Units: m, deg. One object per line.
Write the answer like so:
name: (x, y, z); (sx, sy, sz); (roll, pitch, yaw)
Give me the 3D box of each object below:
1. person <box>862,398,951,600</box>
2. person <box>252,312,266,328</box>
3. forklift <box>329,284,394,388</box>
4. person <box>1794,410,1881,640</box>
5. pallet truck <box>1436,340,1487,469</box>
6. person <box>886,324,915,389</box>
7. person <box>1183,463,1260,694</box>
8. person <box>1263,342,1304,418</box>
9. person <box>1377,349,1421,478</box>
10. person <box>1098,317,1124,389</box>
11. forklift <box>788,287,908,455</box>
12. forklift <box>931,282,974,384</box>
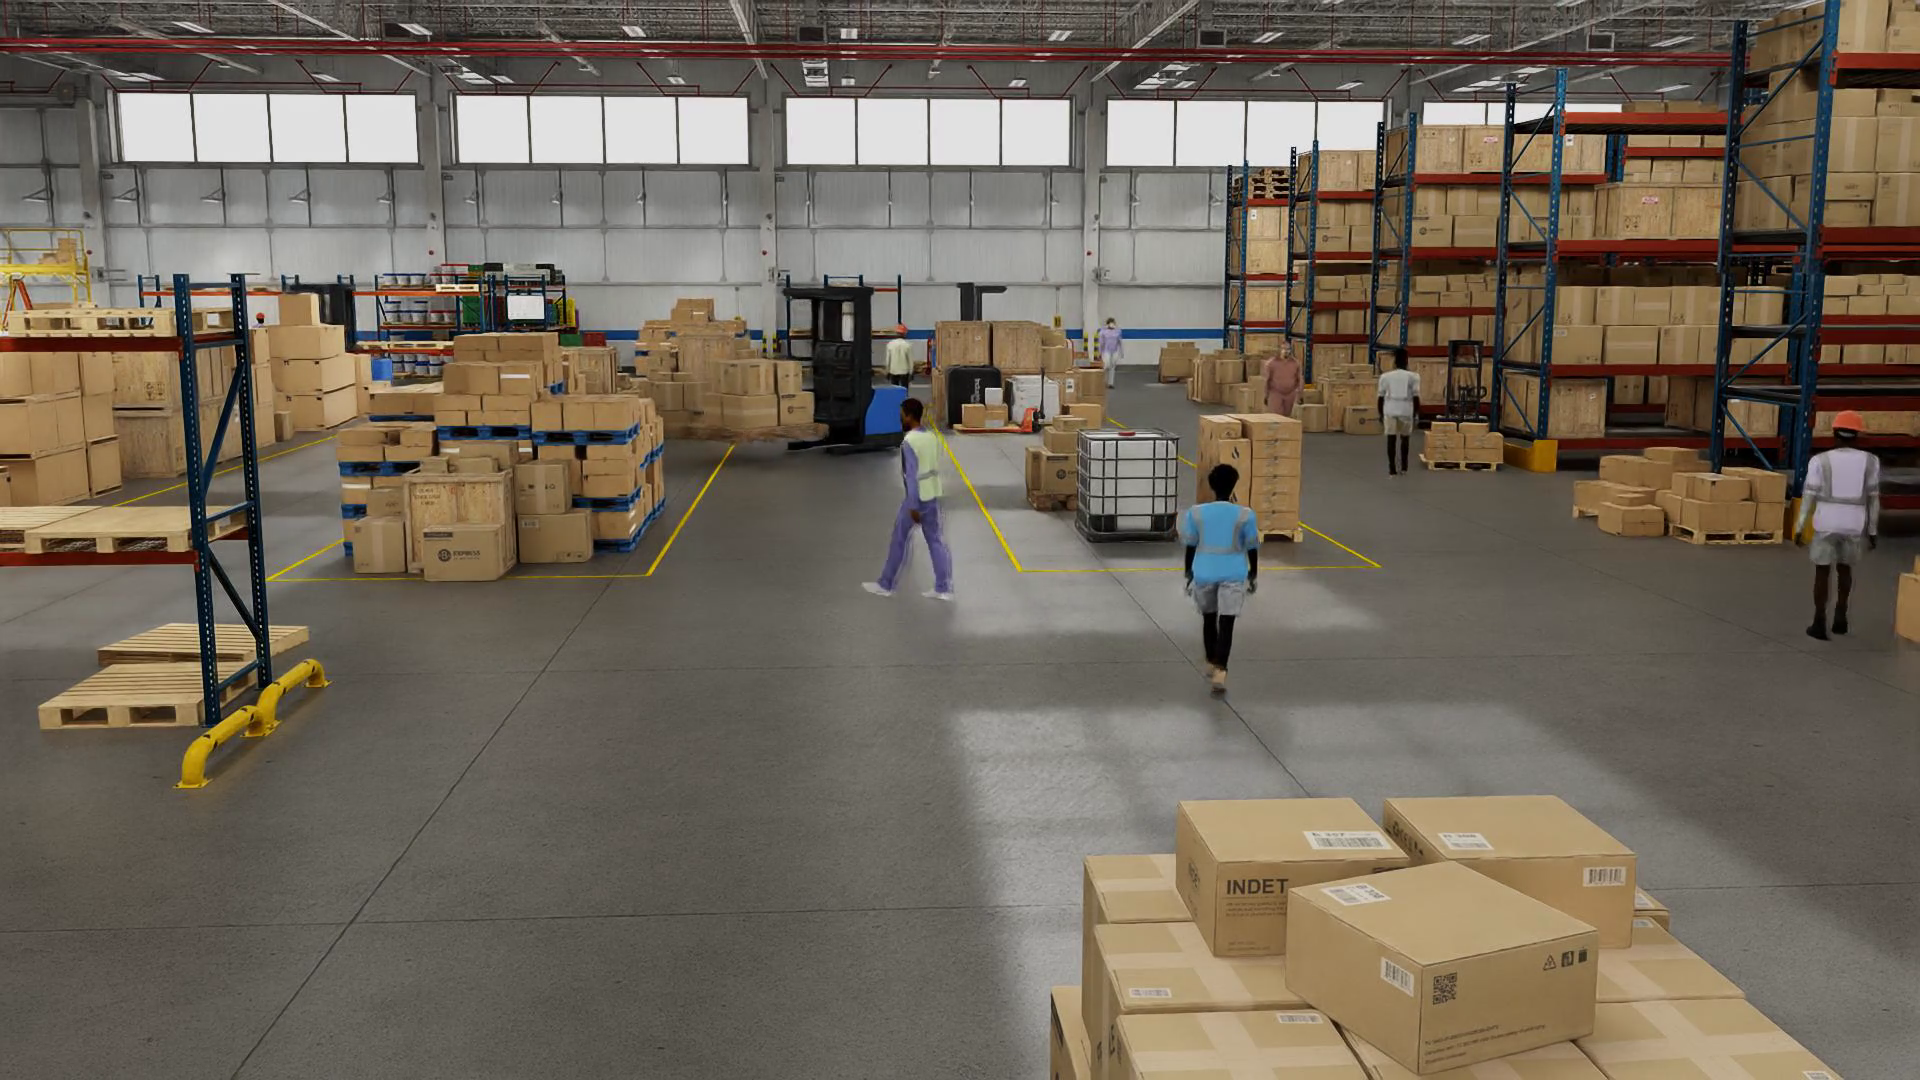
person: (-0.482, -0.383, 15.567); (0.956, 1.875, 0.589); (5, 10, 28)
person: (-20.384, -5.671, 48.576); (0.545, 1.942, 0.353); (3, 9, 18)
forklift: (-14.224, -4.534, 38.502); (1.873, 2.768, 1.129); (-1, 9, -4)
person: (7.263, -0.119, 13.808); (0.651, 1.916, 0.426); (2, 9, 13)
pallet truck: (8.004, -2.170, 26.422); (0.823, 1.965, 1.885); (2, 9, 14)
person: (-1.256, -3.593, 35.405); (0.637, 1.978, 0.430); (2, 9, 15)
person: (1.902, 0.272, 12.166); (0.543, 1.659, 0.864); (3, 10, 19)
person: (5.651, -2.505, 28.934); (0.667, 1.855, 0.982); (-1, 9, -4)
person: (6.610, -1.915, 25.055); (0.633, 1.911, 0.984); (3, 10, 18)
person: (4.021, -4.938, 44.070); (0.651, 1.918, 0.642); (-3, 10, -18)
forklift: (-1.888, -2.948, 28.544); (1.129, 2.768, 1.873); (9, 13, 44)
forklift: (0.170, -5.571, 45.011); (1.873, 2.768, 1.129); (-1, 9, -4)
